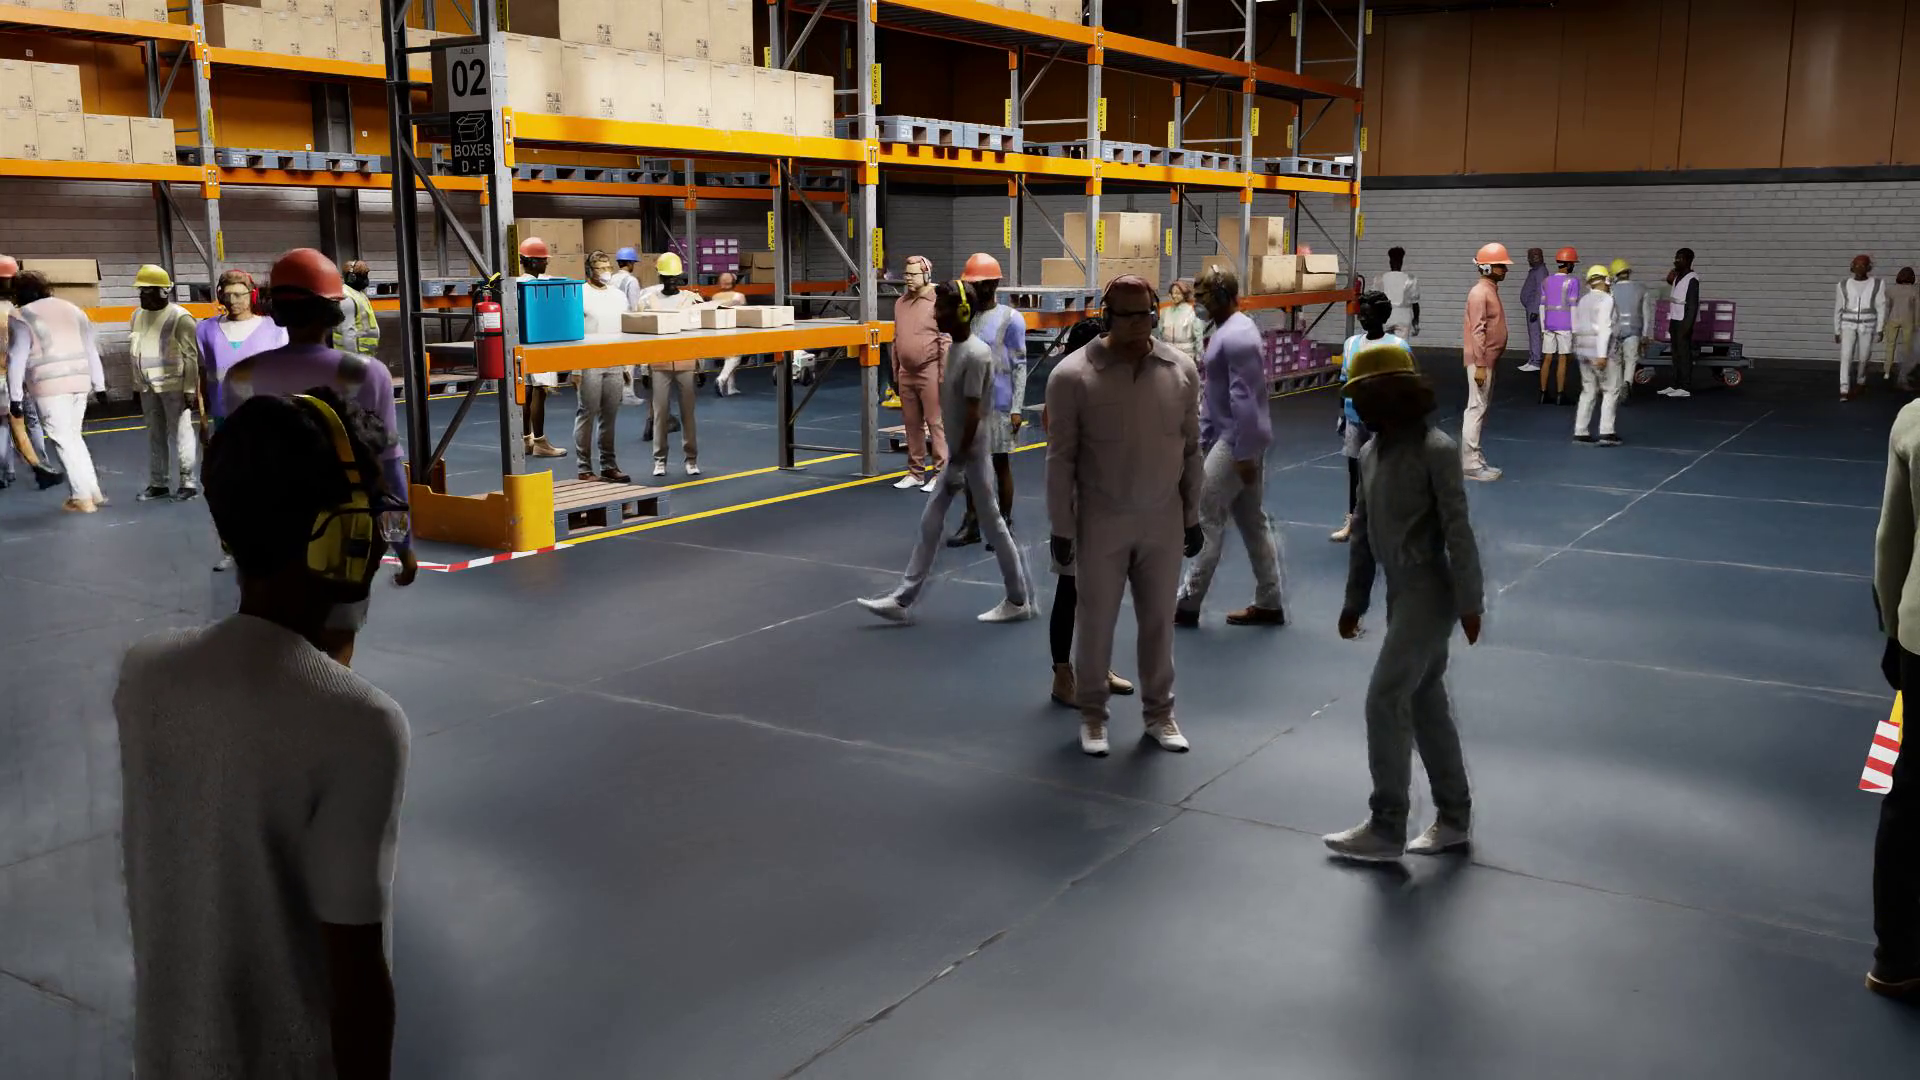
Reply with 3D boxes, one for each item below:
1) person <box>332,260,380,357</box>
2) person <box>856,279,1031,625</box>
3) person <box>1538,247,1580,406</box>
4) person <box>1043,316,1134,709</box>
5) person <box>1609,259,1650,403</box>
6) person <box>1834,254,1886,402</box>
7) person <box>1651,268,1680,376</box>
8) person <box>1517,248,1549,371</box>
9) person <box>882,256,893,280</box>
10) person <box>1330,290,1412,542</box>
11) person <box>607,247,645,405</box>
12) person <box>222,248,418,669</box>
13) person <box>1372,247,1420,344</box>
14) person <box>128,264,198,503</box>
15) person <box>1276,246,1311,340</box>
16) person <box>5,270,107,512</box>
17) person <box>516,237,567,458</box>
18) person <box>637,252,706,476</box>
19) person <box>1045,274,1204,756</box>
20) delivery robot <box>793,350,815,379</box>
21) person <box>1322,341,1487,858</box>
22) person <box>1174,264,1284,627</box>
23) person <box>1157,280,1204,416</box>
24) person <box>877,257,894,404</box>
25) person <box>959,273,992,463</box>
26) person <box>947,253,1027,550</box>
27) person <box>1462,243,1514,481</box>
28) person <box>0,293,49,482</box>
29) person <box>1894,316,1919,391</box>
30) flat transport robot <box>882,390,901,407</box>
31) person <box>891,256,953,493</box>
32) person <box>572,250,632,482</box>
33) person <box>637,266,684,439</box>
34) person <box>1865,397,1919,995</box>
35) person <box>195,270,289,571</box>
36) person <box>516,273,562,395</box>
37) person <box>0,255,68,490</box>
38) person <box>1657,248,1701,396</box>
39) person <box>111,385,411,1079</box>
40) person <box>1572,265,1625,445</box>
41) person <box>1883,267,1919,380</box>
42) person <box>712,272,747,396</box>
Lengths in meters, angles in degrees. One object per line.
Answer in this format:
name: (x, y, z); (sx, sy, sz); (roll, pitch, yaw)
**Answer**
person: (-5.879, -1.805, 16.234); (0.430, 1.833, 0.632); (-2, 10, -9)
person: (-0.040, -0.434, 8.646); (0.961, 1.816, 0.551); (-3, 11, -19)
person: (7.381, -2.618, 20.424); (0.376, 1.935, 0.550); (-6, 12, -29)
person: (0.577, -0.127, 7.282); (0.318, 1.700, 0.535); (9, 13, 40)
person: (8.161, -2.554, 20.460); (0.603, 1.799, 0.758); (4, 11, 20)
person: (11.403, -2.695, 21.107); (0.579, 1.855, 0.877); (6, 12, 29)
person: (10.464, -3.192, 24.493); (0.612, 1.621, 0.508); (-3, 11, -16)
person: (8.882, -3.564, 25.770); (0.408, 1.903, 0.638); (3, 11, 15)
person: (-1.320, -3.882, 27.538); (0.593, 1.898, 0.828); (6, 12, 30)
person: (2.721, -0.798, 11.004); (0.317, 1.695, 0.540); (-9, 13, -40)
person: (-4.121, -2.635, 20.532); (0.433, 1.934, 0.648); (-9, 14, -42)
person: (-2.301, -0.028, 5.925); (0.616, 2.009, 1.036); (1, 10, 8)
person: (5.665, -2.825, 21.616); (0.607, 1.924, 0.960); (4, 11, 22)
person: (-6.173, -1.202, 12.865); (0.587, 1.835, 0.404); (4, 11, 19)
person: (5.213, -3.600, 25.898); (1.038, 1.925, 0.742); (-3, 11, -17)
person: (-6.707, -1.098, 12.370); (0.537, 1.803, 0.645); (4, 11, 20)
person: (-3.952, -1.790, 15.541); (0.379, 2.044, 0.607); (-7, 13, -35)
person: (-2.469, -1.502, 14.303); (0.582, 1.918, 0.393); (-2, 10, -12)
person: (0.658, -0.089, 6.549); (0.653, 1.894, 0.401); (-3, 11, -15)
delivery robot: (-2.290, -2.490, 23.288); (0.477, 0.478, 0.707); (3, 10, 14)
person: (1.437, 0.208, 5.462); (0.635, 1.692, 0.564); (-2, 10, -9)
person: (1.346, -0.483, 8.733); (0.835, 1.895, 0.658); (1, 10, 8)
person: (2.291, -1.863, 17.128); (0.521, 1.620, 0.677); (7, 12, 33)
person: (-0.974, -2.616, 20.703); (0.560, 1.830, 0.663); (0, 10, 1)
person: (0.109, -1.362, 13.937); (0.317, 1.767, 0.534); (-1, 10, -5)
person: (0.156, -0.895, 10.877); (0.553, 1.935, 0.362); (6, 12, 31)
person: (4.450, -1.503, 14.086); (0.382, 1.995, 0.612); (5, 11, 25)
person: (-7.923, -1.360, 13.954); (0.523, 1.760, 0.328); (-2, 10, -13)
person: (13.011, -2.857, 22.194); (0.646, 1.796, 0.907); (-5, 11, -25)
flat transport robot: (-0.416, -1.779, 20.388); (0.652, 0.197, 1.431); (3, 11, 17)
person: (-0.320, -1.332, 13.424); (0.636, 1.900, 0.402); (9, 13, 39)
person: (-2.984, -1.422, 13.791); (0.376, 1.940, 0.629); (8, 13, 36)
person: (-3.053, -1.986, 17.121); (0.563, 1.878, 1.016); (2, 10, 13)
person: (2.654, 0.266, 4.281); (0.384, 1.996, 0.610); (-4, 11, -21)
person: (-4.388, -0.734, 10.239); (0.567, 1.845, 0.389); (-1, 10, -7)
person: (-5.483, -2.799, 21.586); (0.623, 1.879, 0.385); (0, 10, 0)
person: (-7.649, -1.338, 13.458); (0.943, 1.886, 0.565); (-1, 10, -8)
person: (9.398, -2.815, 21.631); (0.381, 1.894, 0.596); (0, 10, 2)
person: (-0.836, 0.723, 2.195); (0.547, 1.840, 0.758); (5, 11, 24)
person: (6.317, -1.818, 16.446); (0.531, 1.770, 0.665); (-2, 10, -11)
person: (13.676, -3.141, 24.162); (0.507, 1.631, 0.276); (8, 13, 39)
person: (-3.019, -2.657, 21.533); (0.514, 1.614, 0.655); (6, 12, 28)
